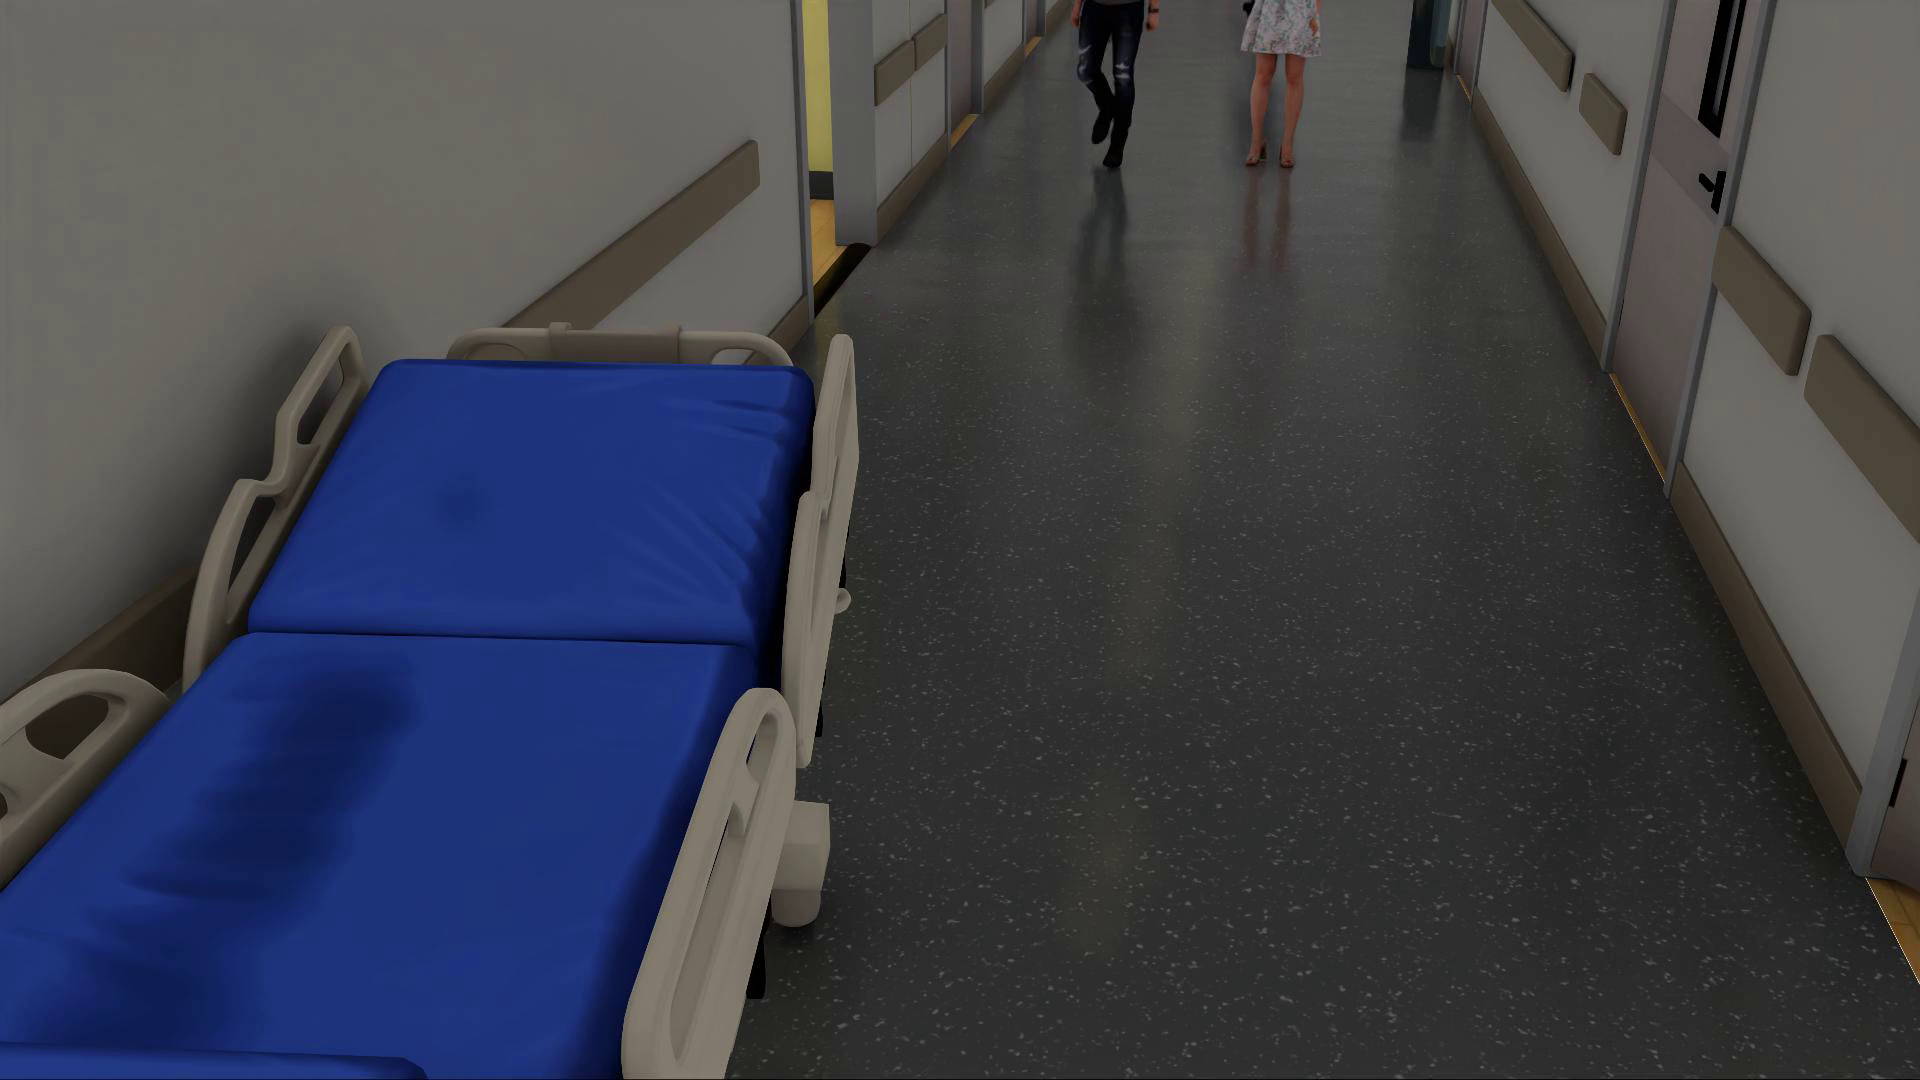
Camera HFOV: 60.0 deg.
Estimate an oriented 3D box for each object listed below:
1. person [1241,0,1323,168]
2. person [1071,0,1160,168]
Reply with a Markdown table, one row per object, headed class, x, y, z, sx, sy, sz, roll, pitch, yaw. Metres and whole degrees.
| class | x | y | z | sx | sy | sz | roll | pitch | yaw |
| --- | --- | --- | --- | --- | --- | --- | --- | --- | --- |
| person | 1.975 | -3.167 | 10.086 | 0.604 | 1.774 | 0.734 | 8 | 27 | 15 |
| person | 0.966 | -3.278 | 10.183 | 0.830 | 1.890 | 0.842 | 8 | 27 | 17 |
